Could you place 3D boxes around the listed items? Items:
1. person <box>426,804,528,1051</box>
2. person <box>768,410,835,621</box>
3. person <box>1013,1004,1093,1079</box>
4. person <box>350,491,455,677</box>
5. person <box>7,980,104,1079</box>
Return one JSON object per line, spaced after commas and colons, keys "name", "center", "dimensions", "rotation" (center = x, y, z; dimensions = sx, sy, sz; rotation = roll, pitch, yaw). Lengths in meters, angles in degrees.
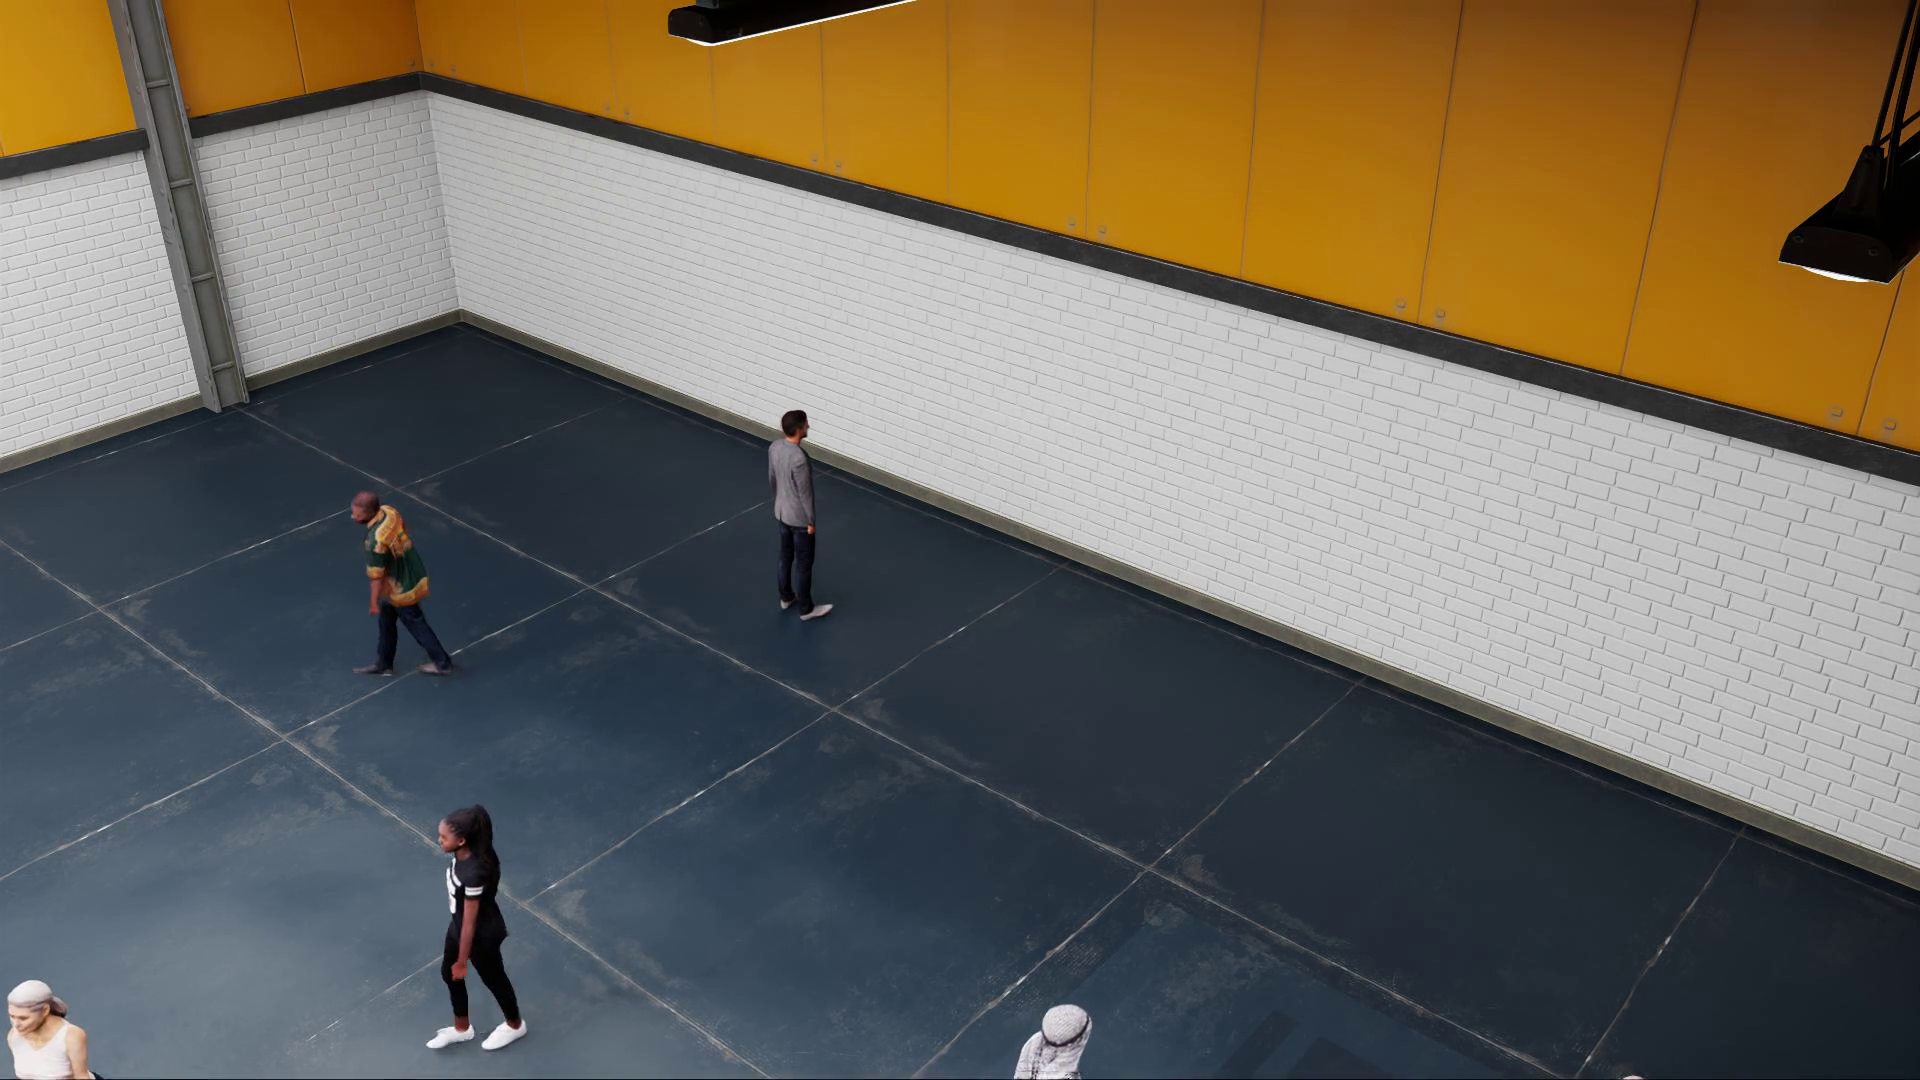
{"name": "person", "center": [-2.725, 2.267, 9.655], "dimensions": [0.887, 1.716, 0.764], "rotation": [-17, 33, -28]}
{"name": "person", "center": [-1.387, -0.225, 14.062], "dimensions": [0.638, 1.871, 0.727], "rotation": [-22, 35, -34]}
{"name": "person", "center": [0.363, 3.026, 8.077], "dimensions": [1.207, 1.894, 0.964], "rotation": [-14, 32, -24]}
{"name": "person", "center": [-4.359, 0.357, 13.124], "dimensions": [1.172, 1.748, 1.097], "rotation": [1, 29, 1]}
{"name": "person", "center": [-4.499, 2.876, 8.598], "dimensions": [1.020, 1.659, 1.236], "rotation": [4, 29, 7]}
